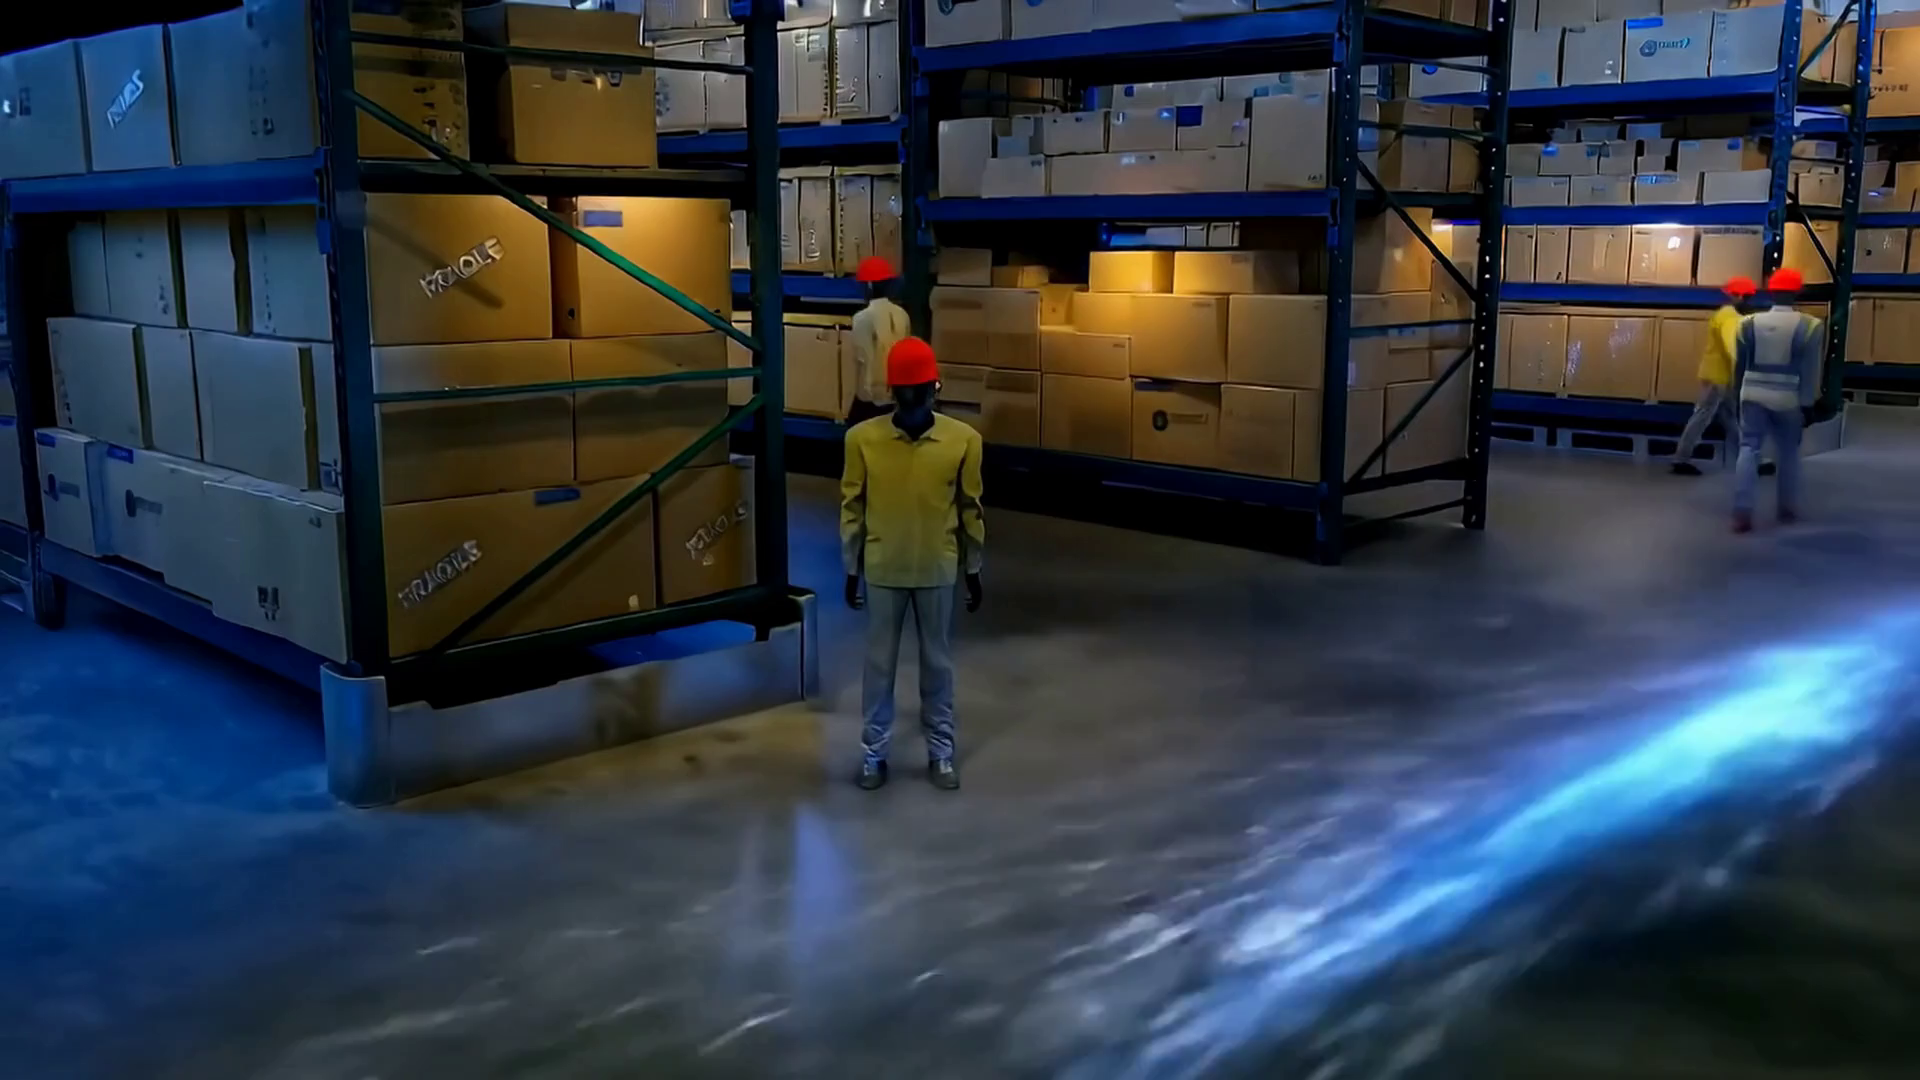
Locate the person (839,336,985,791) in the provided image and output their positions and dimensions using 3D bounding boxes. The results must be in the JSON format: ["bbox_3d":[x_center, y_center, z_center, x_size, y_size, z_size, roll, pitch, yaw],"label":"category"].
[{"bbox_3d":[-0.182,0.096,6.399,0.563,1.753,0.327,-1,10,-4],"label":"person"}]

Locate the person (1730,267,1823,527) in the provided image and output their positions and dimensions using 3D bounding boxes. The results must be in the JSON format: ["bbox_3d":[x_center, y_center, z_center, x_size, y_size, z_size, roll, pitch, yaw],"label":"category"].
[{"bbox_3d":[6.015,-1.054,12.293,0.633,1.893,0.991,9,13,39],"label":"person"}]

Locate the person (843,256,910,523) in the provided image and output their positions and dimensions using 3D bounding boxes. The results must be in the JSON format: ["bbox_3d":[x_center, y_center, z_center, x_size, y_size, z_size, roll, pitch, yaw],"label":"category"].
[{"bbox_3d":[-0.589,-1.060,12.090,0.461,1.978,0.620,9,14,41],"label":"person"}]

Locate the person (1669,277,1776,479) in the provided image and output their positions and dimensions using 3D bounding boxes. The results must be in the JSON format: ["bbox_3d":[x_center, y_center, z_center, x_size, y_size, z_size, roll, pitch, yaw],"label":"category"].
[{"bbox_3d":[6.762,-1.408,14.569,0.968,1.760,0.605,6,12,31],"label":"person"}]
